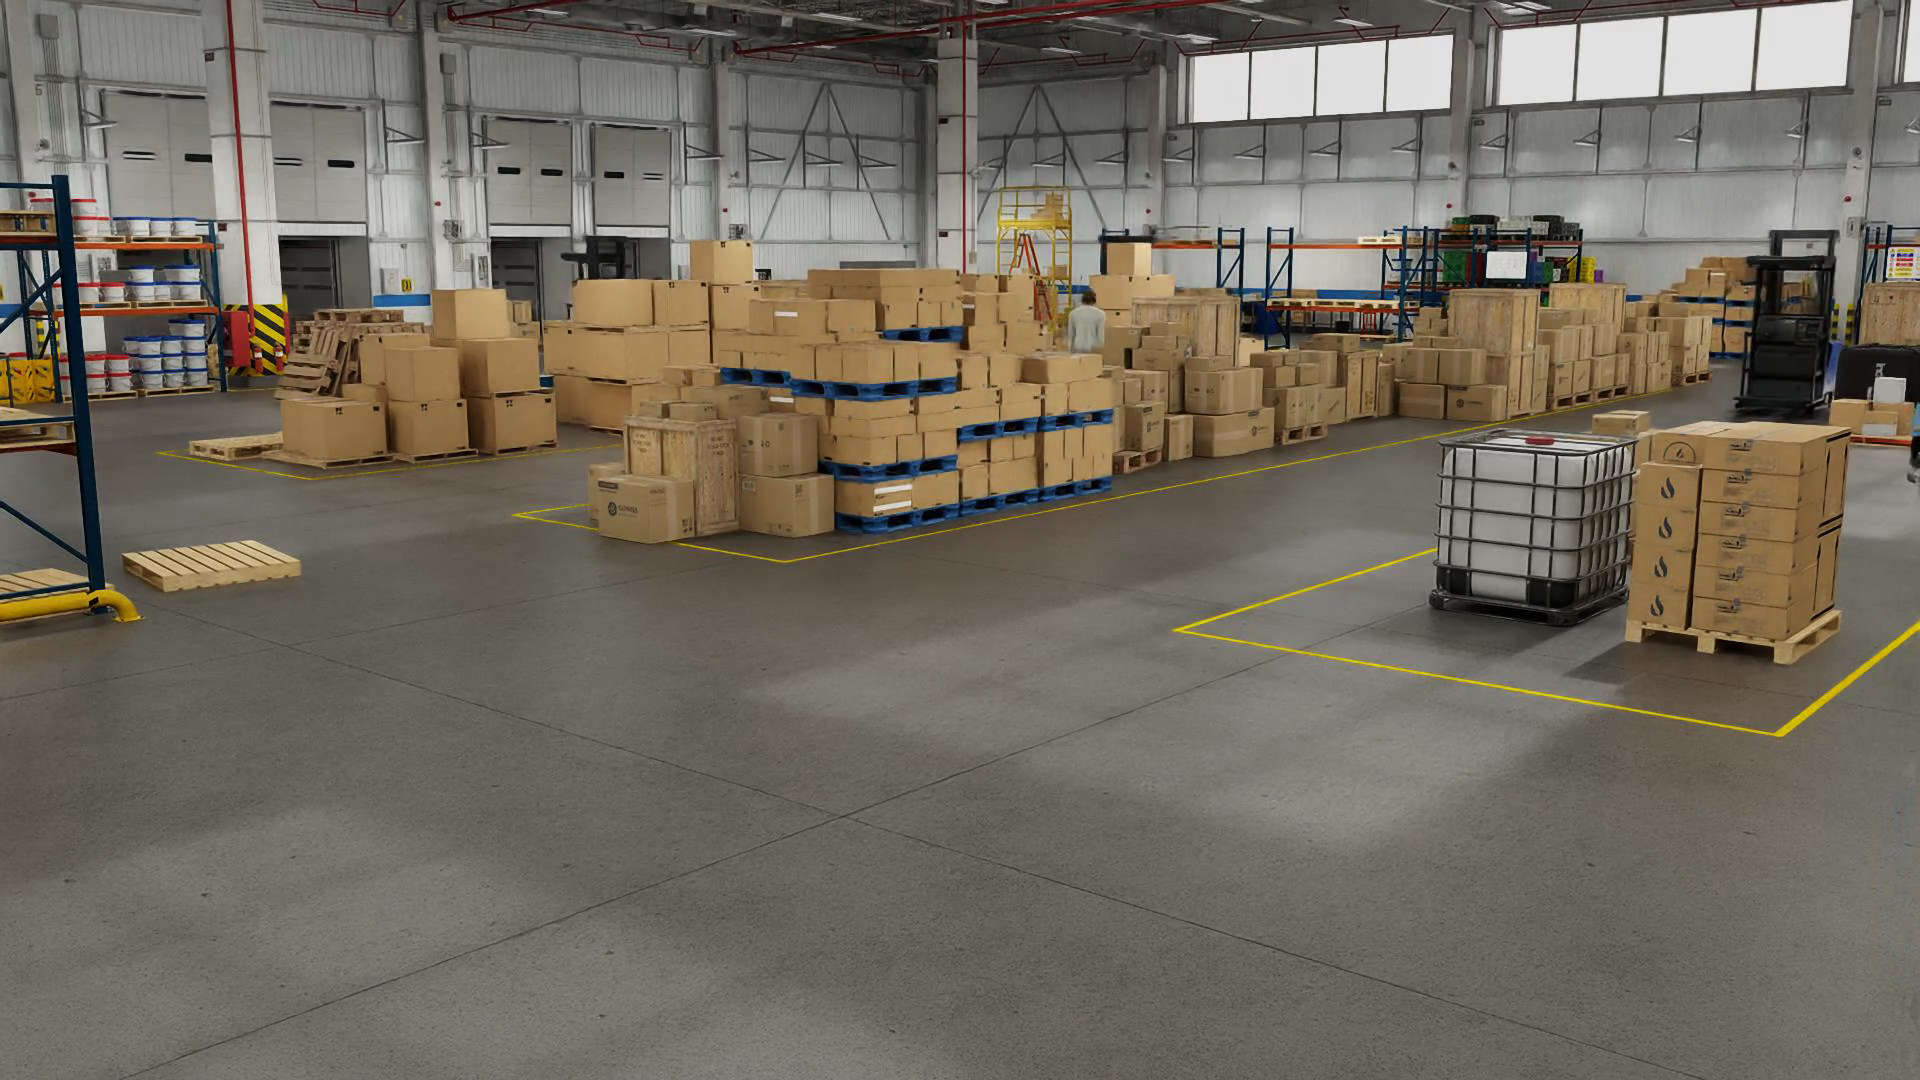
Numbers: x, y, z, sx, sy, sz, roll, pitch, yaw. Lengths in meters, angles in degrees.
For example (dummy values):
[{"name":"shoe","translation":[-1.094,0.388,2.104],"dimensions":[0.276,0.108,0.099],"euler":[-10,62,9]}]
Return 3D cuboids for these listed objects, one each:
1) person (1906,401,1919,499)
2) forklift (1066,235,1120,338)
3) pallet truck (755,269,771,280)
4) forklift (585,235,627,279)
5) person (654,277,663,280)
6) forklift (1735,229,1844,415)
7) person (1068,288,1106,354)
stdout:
[{"name":"person","translation":[7.732,-0.570,13.041],"dimensions":[0.547,1.683,0.379],"euler":[7,12,34]},{"name":"forklift","translation":[3.440,-5.600,38.276],"dimensions":[1.873,2.768,1.129],"euler":[2,10,12]},{"name":"pallet truck","translation":[-4.996,-6.432,45.525],"dimensions":[1.885,1.965,0.823],"euler":[-6,12,-32]},{"name":"forklift","translation":[-8.035,-5.558,38.039],"dimensions":[1.873,2.768,1.129],"euler":[8,13,40]},{"name":"person","translation":[-6.503,-4.725,36.014],"dimensions":[0.636,1.930,0.371],"euler":[-4,11,-23]},{"name":"forklift","translation":[13.011,-3.418,25.850],"dimensions":[1.129,2.768,1.873],"euler":[8,13,39]},{"name":"person","translation":[2.001,-3.043,26.466],"dimensions":[0.643,1.918,0.828],"euler":[4,11,23]}]
